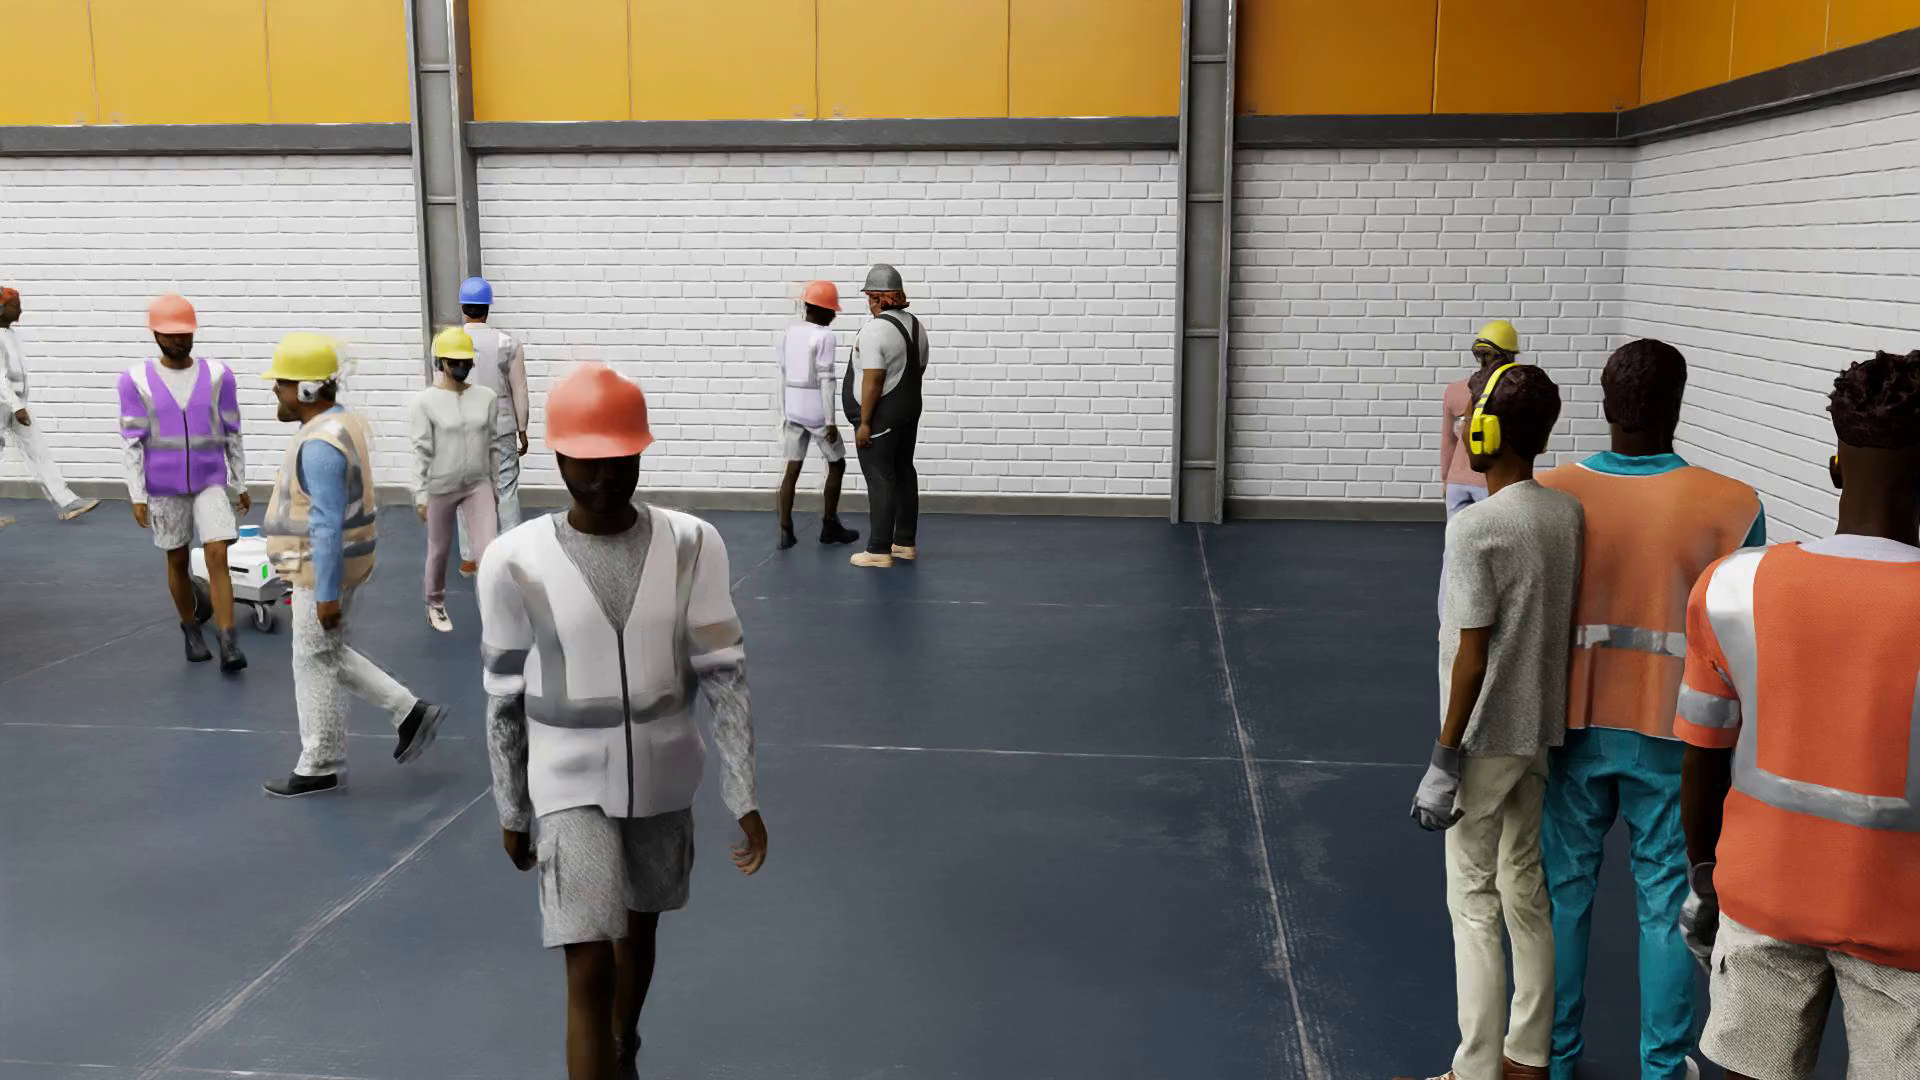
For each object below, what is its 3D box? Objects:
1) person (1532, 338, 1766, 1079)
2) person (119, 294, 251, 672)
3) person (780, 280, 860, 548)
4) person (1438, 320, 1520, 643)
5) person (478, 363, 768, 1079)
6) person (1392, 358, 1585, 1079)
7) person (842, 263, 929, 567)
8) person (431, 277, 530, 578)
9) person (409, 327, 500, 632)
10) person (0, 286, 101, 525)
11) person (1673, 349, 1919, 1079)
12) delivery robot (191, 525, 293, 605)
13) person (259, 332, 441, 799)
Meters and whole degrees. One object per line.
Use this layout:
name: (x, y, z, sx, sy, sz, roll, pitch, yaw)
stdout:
person: (1.627, 0.469, 4.100, 0.590, 1.913, 0.399, 5, 11, 25)
person: (-3.850, -0.263, 8.325, 0.573, 1.894, 0.940, -6, 11, -30)
person: (-1.031, -0.892, 11.903, 0.649, 1.901, 0.644, 9, 13, 41)
person: (2.790, -0.281, 8.840, 0.344, 1.758, 0.532, -8, 13, -38)
person: (-0.735, 0.558, 3.662, 0.561, 1.877, 1.004, -4, 11, -23)
person: (1.293, 0.504, 4.044, 0.538, 1.860, 0.313, -8, 13, -38)
person: (-0.538, -0.846, 11.255, 0.539, 2.000, 0.688, 6, 11, 29)
person: (-3.102, -0.722, 10.810, 0.602, 1.949, 0.388, -2, 10, -13)
person: (-2.737, -0.294, 9.037, 0.537, 1.718, 0.922, -8, 13, -39)
person: (-7.244, -1.024, 12.828, 0.939, 1.836, 0.585, 0, 10, -3)
person: (1.569, 0.647, 2.939, 0.374, 1.959, 0.603, -9, 13, -42)
delivery robot: (-4.042, 0.159, 9.486, 0.707, 0.478, 0.477, 6, 12, 31)
person: (-2.419, 0.102, 6.456, 0.588, 1.820, 0.607, -2, 10, -14)
